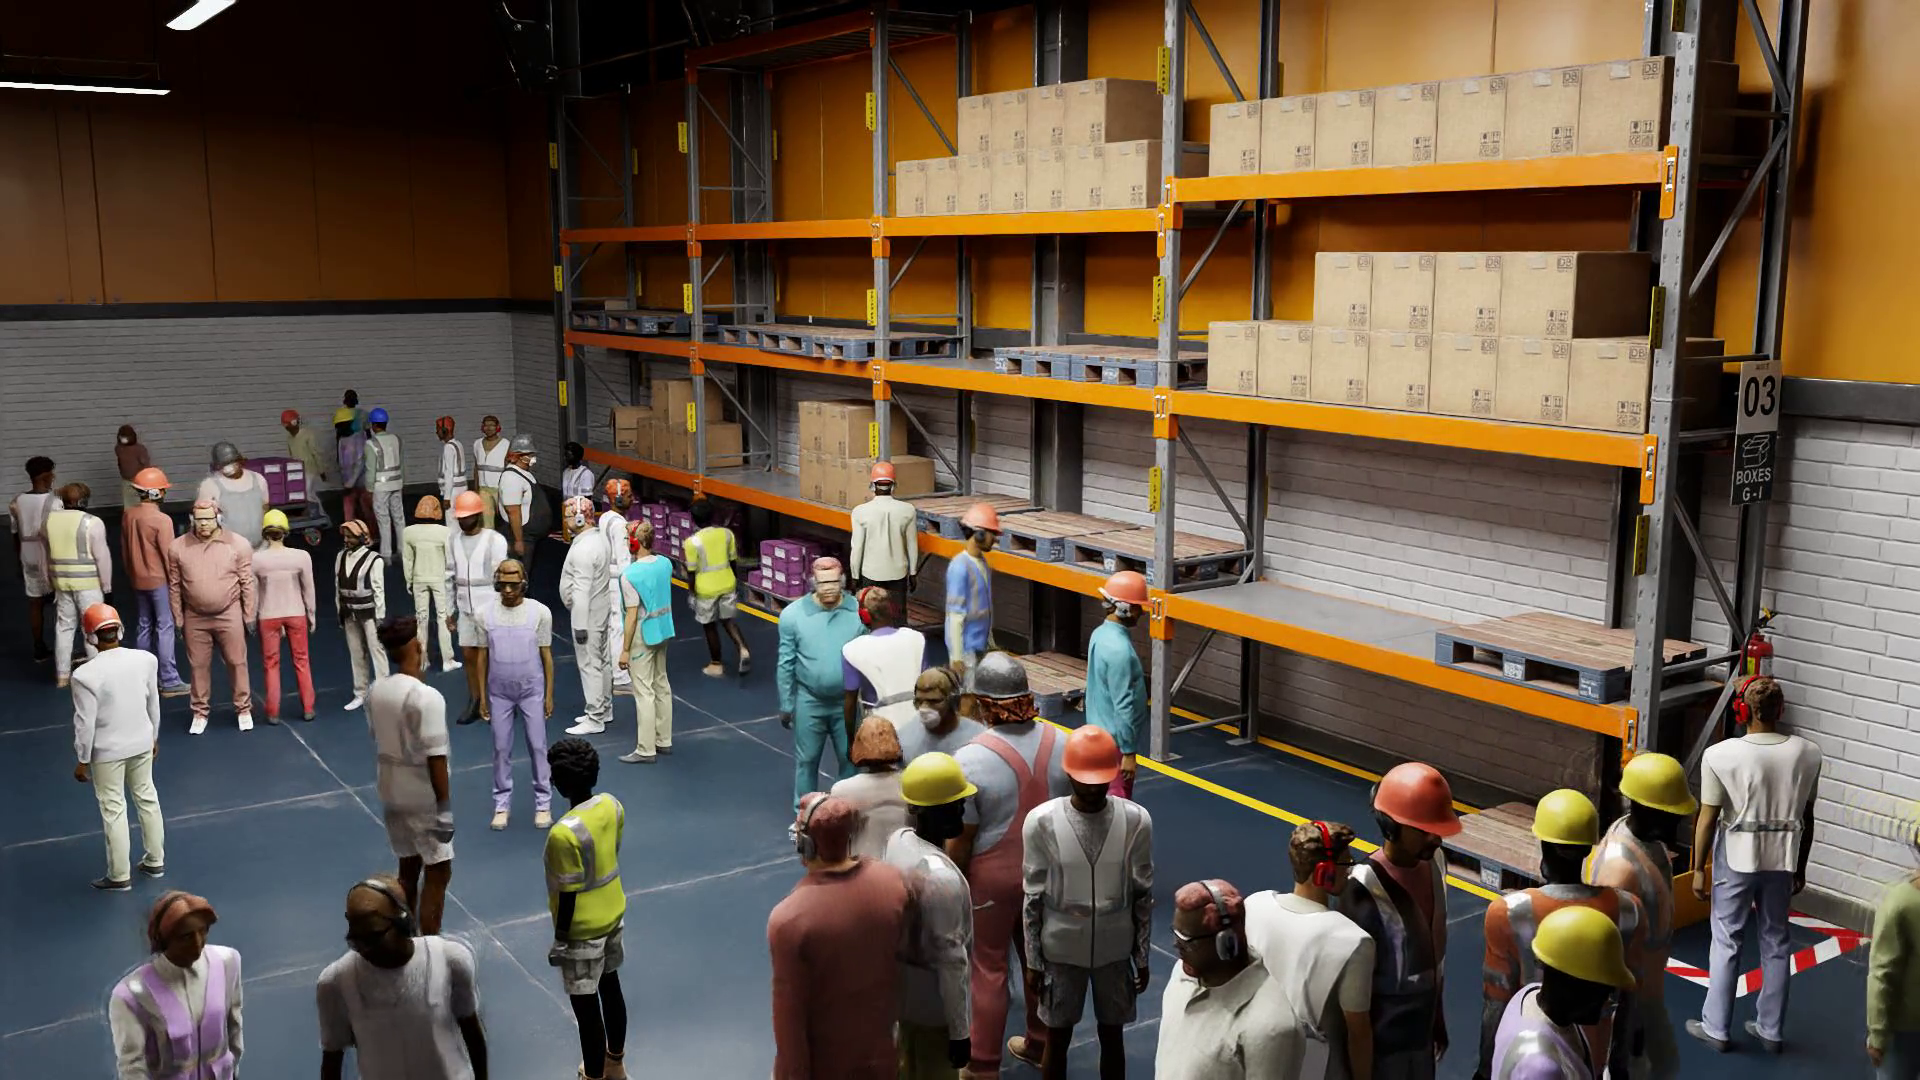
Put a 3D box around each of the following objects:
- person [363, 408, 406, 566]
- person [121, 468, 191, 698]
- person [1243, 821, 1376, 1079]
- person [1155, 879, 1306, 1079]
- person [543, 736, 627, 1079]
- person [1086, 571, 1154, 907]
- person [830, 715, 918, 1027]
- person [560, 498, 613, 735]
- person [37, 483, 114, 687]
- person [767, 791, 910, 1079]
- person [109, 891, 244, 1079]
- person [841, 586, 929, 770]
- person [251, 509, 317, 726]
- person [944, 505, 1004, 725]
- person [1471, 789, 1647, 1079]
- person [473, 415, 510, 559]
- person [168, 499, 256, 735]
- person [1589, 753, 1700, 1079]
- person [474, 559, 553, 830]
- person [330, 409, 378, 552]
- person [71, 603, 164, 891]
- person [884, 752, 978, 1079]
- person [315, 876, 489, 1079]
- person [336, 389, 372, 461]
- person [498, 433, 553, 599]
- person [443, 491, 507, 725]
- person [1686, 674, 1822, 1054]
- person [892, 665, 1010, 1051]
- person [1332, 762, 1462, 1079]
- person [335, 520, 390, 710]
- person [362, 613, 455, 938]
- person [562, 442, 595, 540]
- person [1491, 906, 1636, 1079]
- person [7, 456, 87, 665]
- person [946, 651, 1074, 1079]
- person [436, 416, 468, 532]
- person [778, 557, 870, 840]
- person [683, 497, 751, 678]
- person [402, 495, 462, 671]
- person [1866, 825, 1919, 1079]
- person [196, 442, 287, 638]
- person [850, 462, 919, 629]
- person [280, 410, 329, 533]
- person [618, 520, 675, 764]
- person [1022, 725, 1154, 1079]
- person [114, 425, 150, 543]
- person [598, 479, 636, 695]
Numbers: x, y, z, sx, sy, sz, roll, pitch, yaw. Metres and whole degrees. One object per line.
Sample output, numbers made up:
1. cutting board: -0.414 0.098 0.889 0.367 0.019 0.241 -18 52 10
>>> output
1. person: -7.108 -0.656 20.538 0.405 1.947 0.607 5 11 26
2. person: -6.957 0.366 14.403 0.625 1.992 0.388 5 11 27
3. person: 1.208 1.894 5.891 0.396 1.840 0.564 -8 12 -38
4. person: 0.794 1.981 5.235 0.402 1.895 0.653 -4 10 -21
5. person: -1.672 1.705 7.429 0.319 1.693 0.532 2 10 12
6. person: 0.929 1.162 9.752 0.386 1.989 0.608 -2 10 -9
7. person: -0.411 1.634 8.074 0.528 1.595 0.743 -3 10 -17
8. person: -2.996 0.601 13.316 0.400 1.900 0.646 0 10 0
9. person: -7.767 0.415 14.682 0.651 1.825 0.432 1 10 9
10. person: -0.438 1.843 6.166 0.643 1.863 1.001 -7 12 -37
11. person: -2.765 2.013 5.936 0.821 1.593 0.523 7 12 35
12. person: -0.474 1.179 10.195 0.568 1.798 0.783 -7 12 -37
13. person: -5.524 0.628 13.545 0.533 1.765 0.331 -5 11 -26
14. person: 0.096 0.746 12.095 0.419 2.024 0.637 3 10 18
15. person: 2.132 1.834 5.984 0.594 1.926 0.368 -1 10 -6
16. person: -5.794 -0.634 20.701 0.569 1.849 0.384 3 10 18
17. person: -5.953 0.612 13.263 0.642 1.899 0.394 -3 10 -14
18. person: 2.657 1.745 6.574 0.428 1.903 0.604 6 11 31
19. person: -2.949 1.021 11.042 0.502 1.838 0.342 -1 10 -6
20. person: -7.790 -0.761 21.436 0.550 1.862 0.920 4 10 22
21. person: -5.090 1.237 10.027 0.337 1.742 0.561 5 11 26
22. person: -0.105 1.756 6.433 0.364 1.930 0.588 -4 11 -24
23. person: -1.861 1.957 5.620 0.533 1.796 0.747 -2 10 -13
24. person: -8.992 -1.313 24.708 0.518 1.846 0.345 -5 11 -28
25. person: -4.405 -0.083 16.902 0.535 2.000 0.681 -1 10 -6
26. person: -3.923 0.549 13.514 0.579 1.928 0.406 2 10 13
27. person: 3.772 1.553 7.909 0.560 1.836 0.393 0 10 -2
28. person: -0.048 1.514 8.031 0.632 1.886 1.054 4 11 23
29. person: 1.594 1.778 6.024 0.403 2.031 0.612 9 13 44
30. person: -4.995 0.637 13.881 0.514 1.631 0.312 5 11 26
31. person: -2.839 1.362 8.782 0.763 1.934 0.370 8 13 40
32. person: -4.396 -0.292 19.170 0.515 1.690 0.319 9 13 42
33. person: 1.774 2.008 5.018 0.399 1.913 0.589 4 10 20
34. person: -8.546 0.197 15.545 0.661 1.957 0.385 2 10 11
35. person: 0.193 1.493 7.657 0.682 2.000 0.535 -6 11 -32
36. person: -6.177 -0.568 20.235 0.360 1.877 0.588 -1 10 -8
37. person: -0.840 1.039 10.754 0.658 1.899 0.398 -2 10 -11
38. person: -2.160 0.454 14.853 0.559 1.671 0.563 -9 13 -42
39. person: -4.846 0.399 15.269 0.509 1.632 0.265 1 10 4
40. person: 3.673 1.843 6.481 0.524 1.749 0.573 -3 10 -19
41. person: -7.191 -0.035 16.621 0.725 2.000 0.726 -9 13 -41
42. person: -0.678 0.295 14.820 0.623 1.992 0.391 -3 10 -17
43. person: -9.108 -0.947 22.965 0.600 1.692 0.816 6 12 33
44. person: -2.350 0.765 12.497 0.389 1.847 0.567 4 10 22
45. person: 0.530 1.689 6.849 0.543 1.929 0.386 -1 10 -4
46. person: -11.116 -0.798 22.499 0.507 1.571 0.900 1 10 4
47. person: -2.979 0.402 14.520 0.360 1.882 0.575 -5 11 -25
